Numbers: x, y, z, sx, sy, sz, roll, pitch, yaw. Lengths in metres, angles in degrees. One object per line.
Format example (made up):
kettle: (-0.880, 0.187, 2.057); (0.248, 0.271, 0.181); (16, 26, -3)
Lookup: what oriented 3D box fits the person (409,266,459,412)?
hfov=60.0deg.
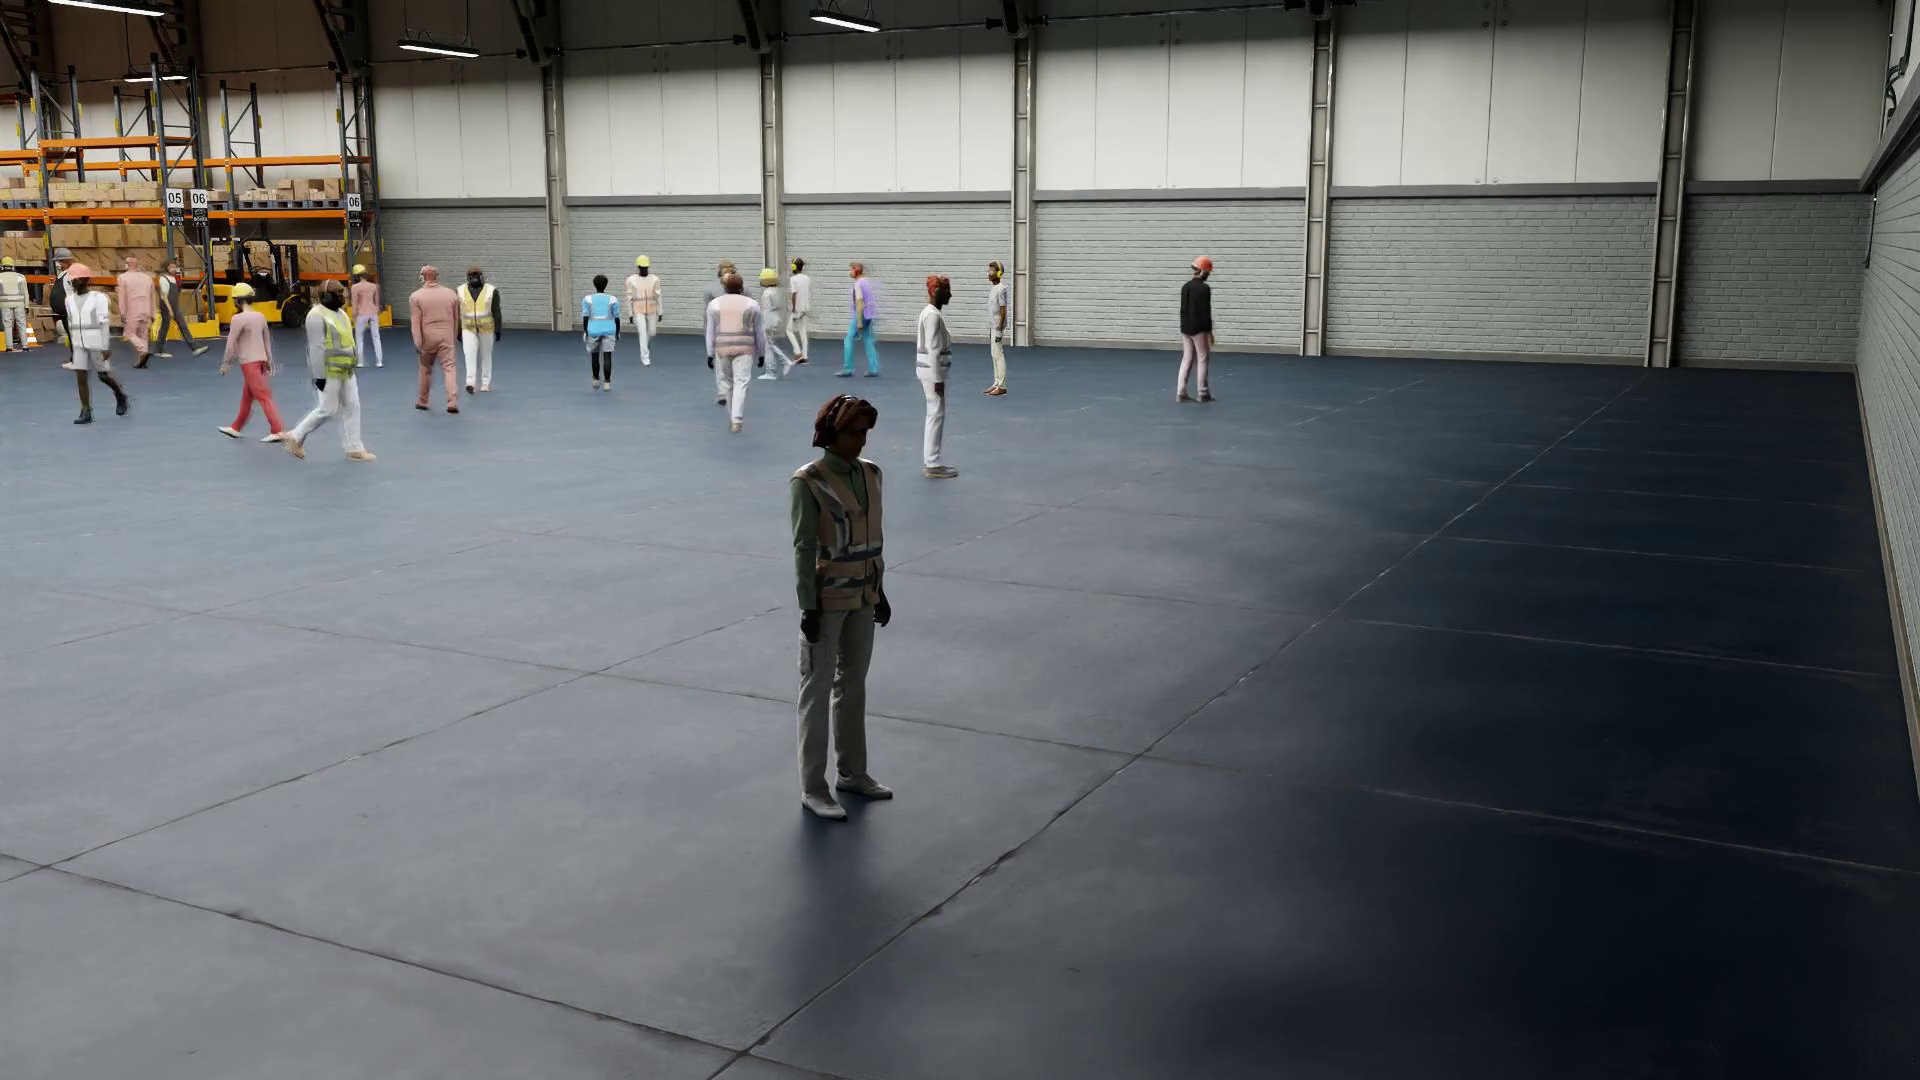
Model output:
person: (-6.683, -2.552, 21.184); (0.642, 1.860, 0.982); (-7, 12, -32)

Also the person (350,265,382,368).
person: (-10.098, -3.784, 28.210); (0.536, 1.745, 0.534); (7, 13, 35)

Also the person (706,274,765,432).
person: (-2.581, -2.171, 19.253); (0.651, 1.791, 0.977); (0, 10, 3)

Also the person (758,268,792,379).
person: (-2.921, -3.366, 25.945); (0.446, 1.727, 0.502); (3, 11, 14)

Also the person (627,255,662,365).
person: (-5.501, -4.008, 28.982); (0.591, 1.907, 0.731); (-5, 11, -24)

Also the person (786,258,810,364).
person: (-2.818, -4.001, 29.082); (0.433, 1.850, 0.517); (9, 13, 39)

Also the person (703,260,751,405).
person: (-3.070, -2.745, 22.077); (0.650, 1.895, 0.948); (-2, 11, -11)

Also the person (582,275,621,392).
person: (-5.193, -3.002, 24.118); (0.552, 1.658, 0.837); (-2, 11, -13)

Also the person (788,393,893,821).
person: (-0.464, 0.248, 6.488); (0.309, 1.640, 0.513); (7, 12, 33)

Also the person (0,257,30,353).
person: (-18.117, -4.487, 31.779); (0.591, 1.833, 0.403); (-7, 13, -34)

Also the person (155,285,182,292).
person: (-19.086, -5.984, 40.027); (0.592, 1.801, 0.956); (-9, 14, -41)

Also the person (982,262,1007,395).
person: (0.499, -2.968, 23.396); (0.320, 1.871, 0.533); (-2, 11, -10)

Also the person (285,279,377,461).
person: (-6.274, -1.666, 16.464); (0.776, 1.821, 0.635); (1, 10, 7)

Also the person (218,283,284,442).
person: (-7.762, -1.917, 18.059); (0.895, 1.719, 0.536); (2, 11, 10)

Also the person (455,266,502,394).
person: (-6.845, -2.973, 23.616); (0.657, 1.791, 0.941); (-2, 11, -9)

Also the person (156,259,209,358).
person: (-14.321, -4.216, 30.405); (0.964, 1.792, 0.519); (1, 10, 4)

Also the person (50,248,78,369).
person: (-14.962, -3.881, 27.905); (0.535, 2.000, 0.684); (-9, 14, -41)

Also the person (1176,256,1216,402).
person: (3.202, -2.825, 22.359); (0.499, 1.987, 0.646); (-6, 12, -29)

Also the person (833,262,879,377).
person: (-1.658, -3.474, 26.282); (0.814, 1.817, 0.564); (2, 11, 12)

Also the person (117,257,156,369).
person: (-13.781, -3.805, 27.944); (0.613, 1.878, 0.674); (6, 12, 29)

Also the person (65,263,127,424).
person: (-10.427, -2.372, 20.015); (0.541, 1.919, 0.778); (1, 10, 4)

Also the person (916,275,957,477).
person: (-0.226, -1.527, 15.525); (0.369, 1.880, 0.588); (0, 10, -2)
